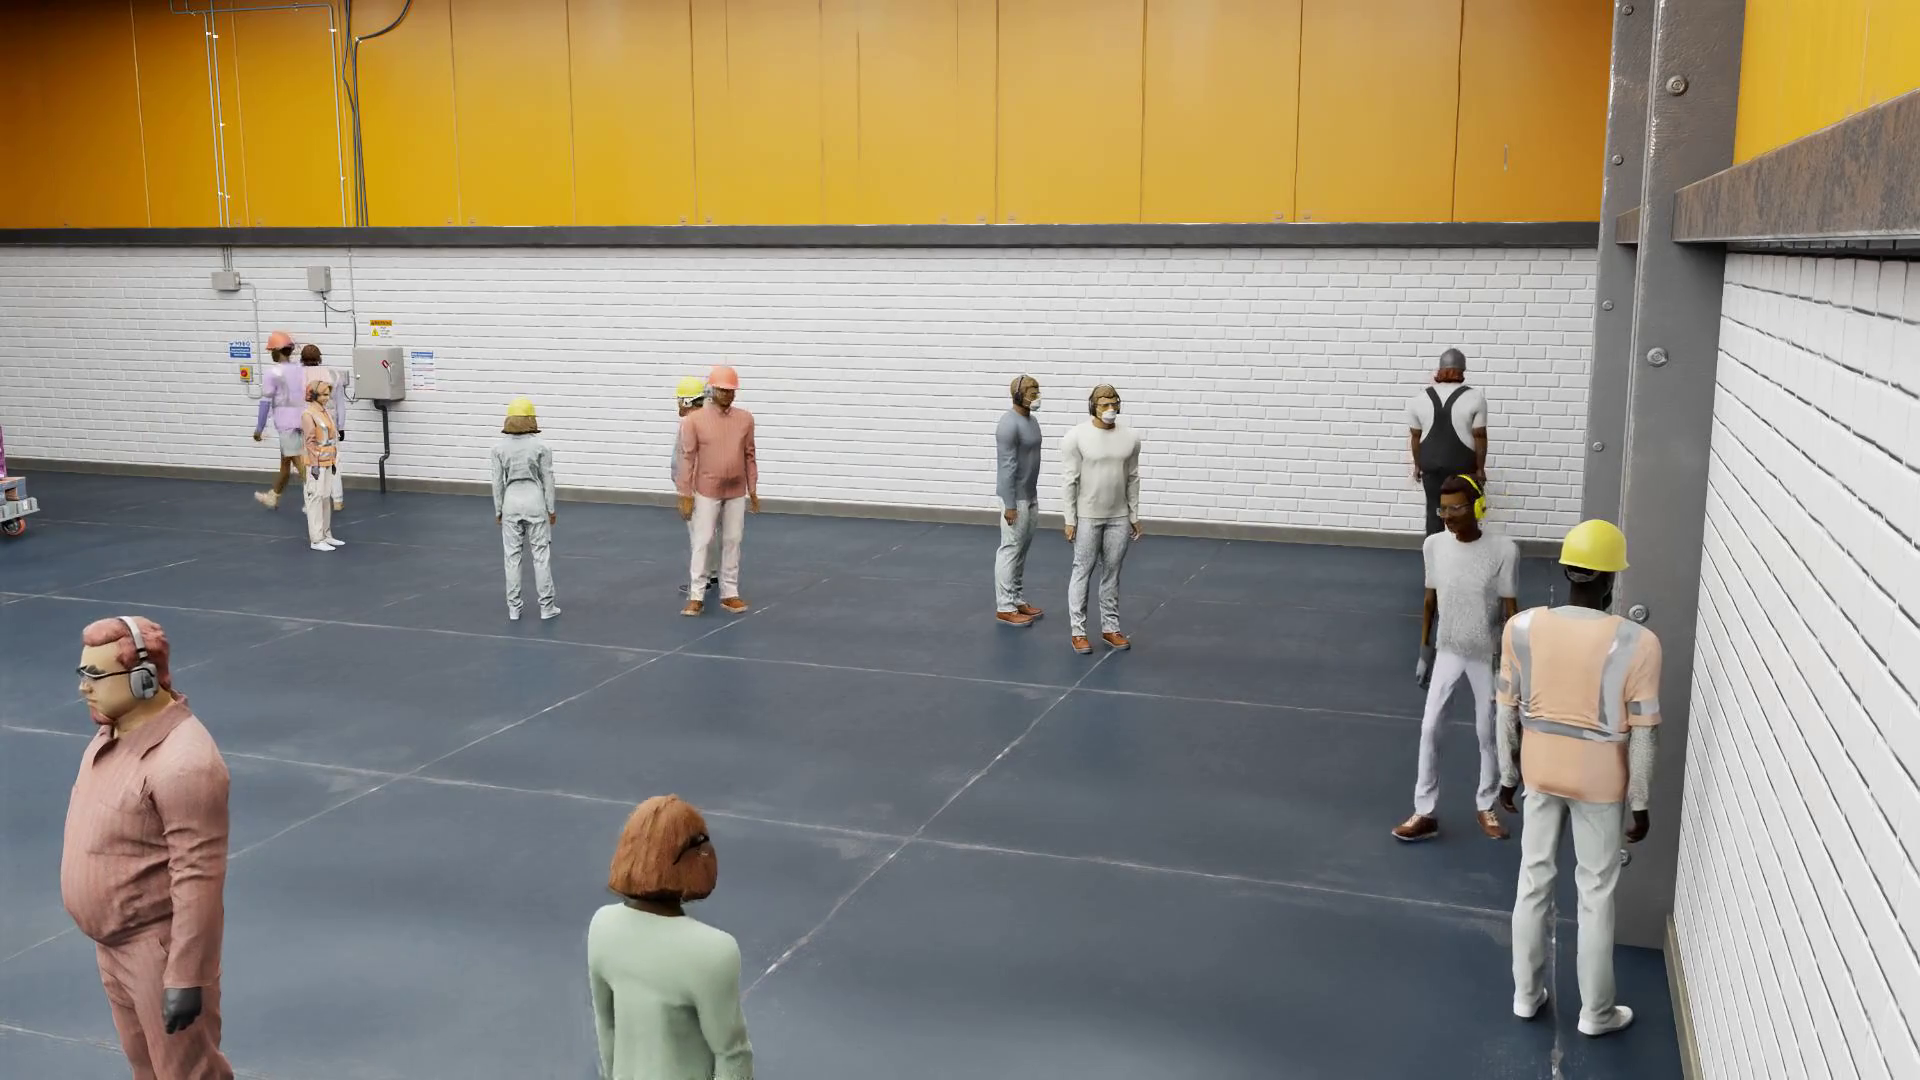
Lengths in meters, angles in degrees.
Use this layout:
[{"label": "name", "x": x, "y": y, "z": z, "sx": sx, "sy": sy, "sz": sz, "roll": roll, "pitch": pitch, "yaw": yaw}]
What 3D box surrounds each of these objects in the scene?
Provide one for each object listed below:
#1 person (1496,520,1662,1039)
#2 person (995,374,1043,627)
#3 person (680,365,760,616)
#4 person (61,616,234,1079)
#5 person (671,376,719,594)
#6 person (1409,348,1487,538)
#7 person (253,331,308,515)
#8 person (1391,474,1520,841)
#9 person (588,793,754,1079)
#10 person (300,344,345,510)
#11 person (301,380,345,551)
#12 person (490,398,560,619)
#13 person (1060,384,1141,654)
[{"label": "person", "x": 2.287, "y": 0.879, "z": 6.186, "sx": 0.589, "sy": 1.928, "sz": 0.386, "roll": 9, "pitch": 13, "yaw": 40}, {"label": "person", "x": 0.461, "y": -0.315, "z": 12.878, "sx": 0.355, "sy": 1.937, "sz": 0.635, "roll": 4, "pitch": 11, "yaw": 19}, {"label": "person", "x": -1.931, "y": -0.382, "z": 13.182, "sx": 0.713, "sy": 1.980, "sz": 0.378, "roll": -6, "pitch": 12, "yaw": -30}, {"label": "person", "x": -2.311, "y": 1.148, "z": 4.735, "sx": 0.643, "sy": 1.908, "sz": 0.411, "roll": 9, "pitch": 14, "yaw": 43}, {"label": "person", "x": -2.228, "y": -0.462, "z": 14.005, "sx": 0.403, "sy": 1.831, "sz": 0.596, "roll": 2, "pitch": 10, "yaw": 9}, {"label": "person", "x": 4.332, "y": -0.691, "z": 14.713, "sx": 0.707, "sy": 2.000, "sz": 0.536, "roll": 7, "pitch": 13, "yaw": 36}, {"label": "person", "x": -7.346, "y": -1.265, "z": 18.082, "sx": 1.063, "sy": 1.987, "sz": 0.610, "roll": 3, "pitch": 11, "yaw": 19}, {"label": "person", "x": 2.471, "y": 0.585, "z": 8.135, "sx": 0.504, "sy": 1.830, "sz": 0.641, "roll": 7, "pitch": 12, "yaw": 35}, {"label": "person", "x": -0.690, "y": 1.410, "z": 4.036, "sx": 0.544, "sy": 1.620, "sz": 0.518, "roll": 8, "pitch": 13, "yaw": 39}, {"label": "person", "x": -7.087, "y": -1.228, "z": 18.297, "sx": 0.624, "sy": 1.844, "sz": 0.430, "roll": -5, "pitch": 11, "yaw": -25}, {"label": "person", "x": -6.153, "y": -0.720, "z": 16.006, "sx": 0.309, "sy": 1.640, "sz": 0.514, "roll": 0, "pitch": 10, "yaw": -3}, {"label": "person", "x": -3.405, "y": -0.242, "z": 13.038, "sx": 0.483, "sy": 1.737, "sz": 0.311, "roll": 0, "pitch": 10, "yaw": -2}, {"label": "person", "x": 1.025, "y": -0.157, "z": 11.992, "sx": 0.628, "sy": 1.940, "sz": 0.373, "roll": -4, "pitch": 11, "yaw": -22}]
